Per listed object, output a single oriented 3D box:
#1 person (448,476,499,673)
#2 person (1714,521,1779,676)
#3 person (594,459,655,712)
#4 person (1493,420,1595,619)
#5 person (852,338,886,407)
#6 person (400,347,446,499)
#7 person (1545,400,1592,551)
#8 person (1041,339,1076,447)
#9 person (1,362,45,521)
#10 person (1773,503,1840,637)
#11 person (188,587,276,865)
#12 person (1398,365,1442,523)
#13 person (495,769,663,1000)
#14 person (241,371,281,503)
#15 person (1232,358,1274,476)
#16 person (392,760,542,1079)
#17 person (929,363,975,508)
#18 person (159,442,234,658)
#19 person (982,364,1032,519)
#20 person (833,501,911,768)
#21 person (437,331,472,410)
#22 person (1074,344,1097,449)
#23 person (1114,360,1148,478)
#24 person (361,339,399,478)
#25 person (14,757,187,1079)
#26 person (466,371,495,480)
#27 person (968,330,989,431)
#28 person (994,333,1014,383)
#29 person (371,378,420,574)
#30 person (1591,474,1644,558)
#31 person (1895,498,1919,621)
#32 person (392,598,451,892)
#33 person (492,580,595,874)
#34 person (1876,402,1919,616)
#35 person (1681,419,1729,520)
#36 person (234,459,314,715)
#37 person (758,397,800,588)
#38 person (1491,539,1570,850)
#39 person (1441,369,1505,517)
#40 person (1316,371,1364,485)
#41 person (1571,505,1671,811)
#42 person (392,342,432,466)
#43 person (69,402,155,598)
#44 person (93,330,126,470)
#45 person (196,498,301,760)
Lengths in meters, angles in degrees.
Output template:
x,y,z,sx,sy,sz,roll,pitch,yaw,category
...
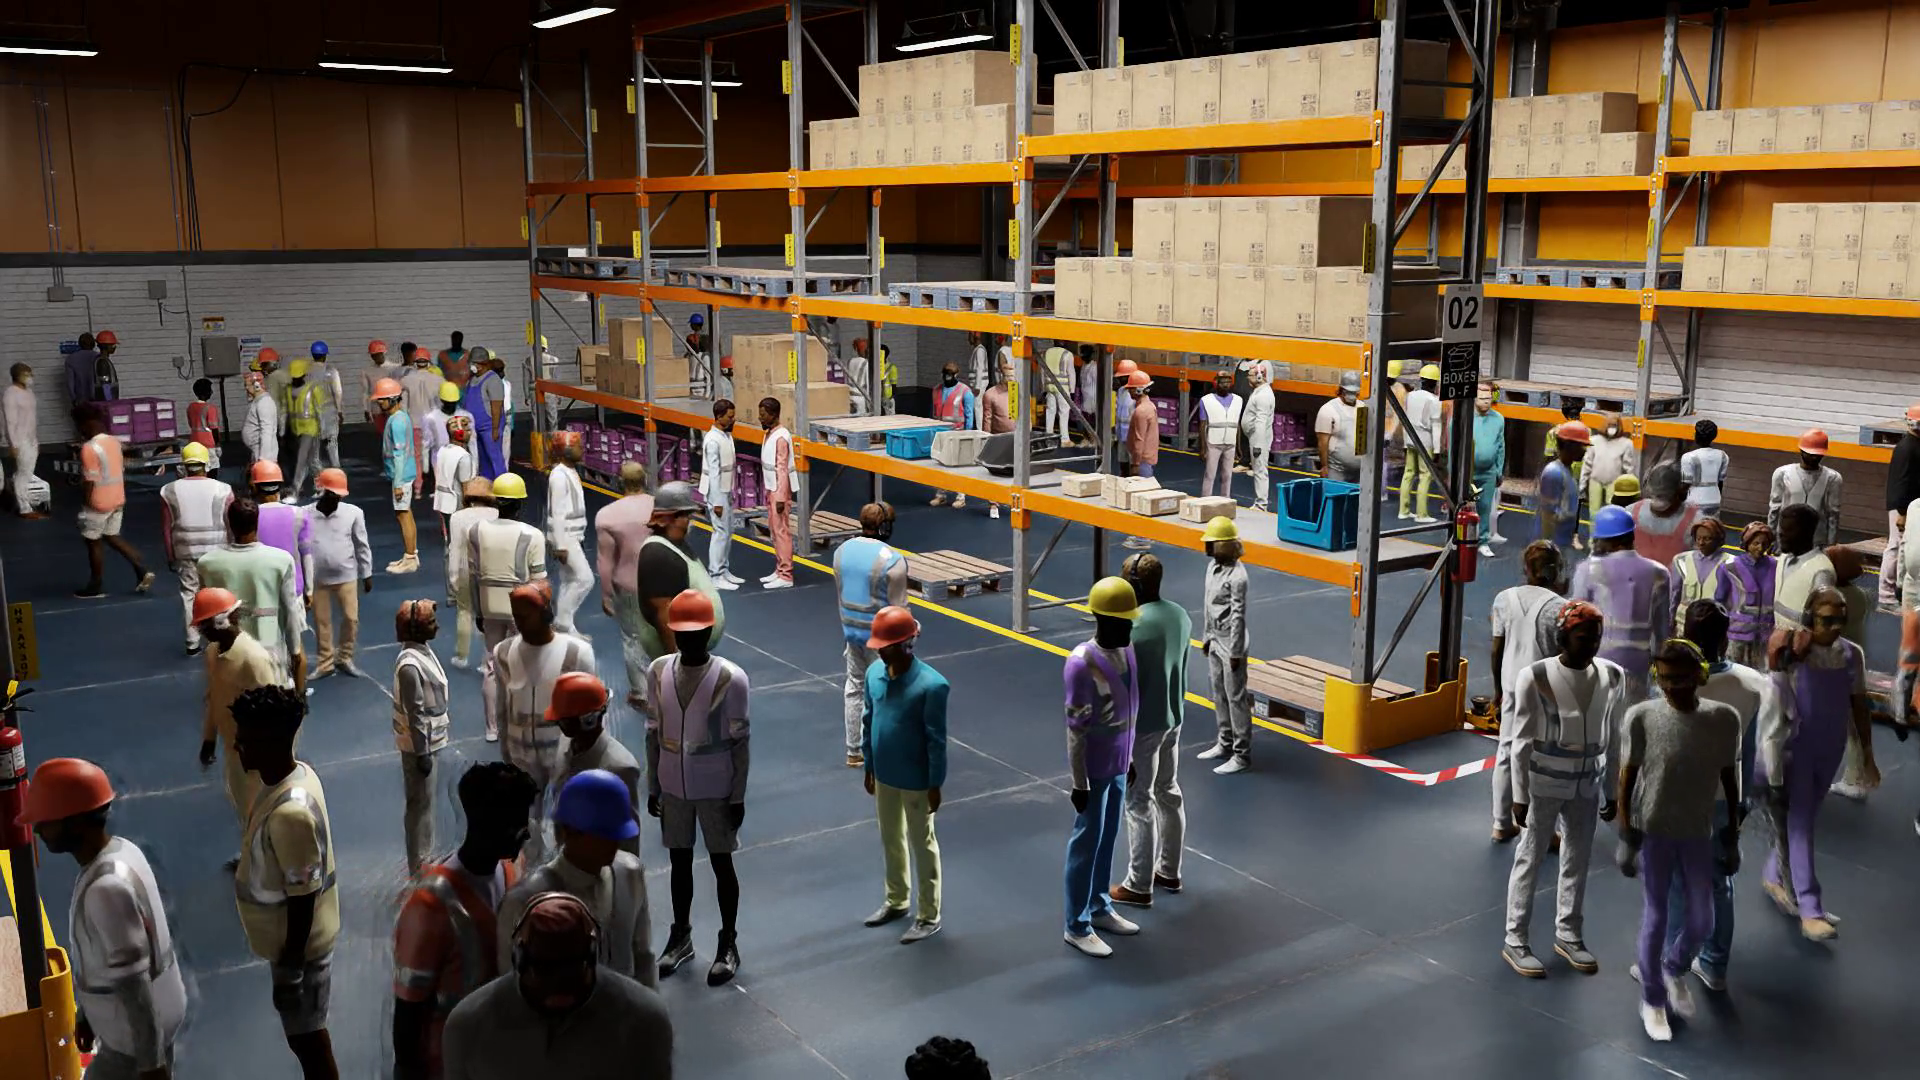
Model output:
x,y,z,sx,sy,sz,roll,pitch,yaw,category
-3.935,0.283,13.543,0.543,1.591,0.688,-7,13,-32,person
5.434,0.670,11.475,0.527,1.631,0.321,0,11,0,person
-2.362,0.358,12.299,0.638,1.924,0.551,-5,12,-26,person
4.910,0.002,13.906,0.621,2.020,0.652,8,13,35,person
-1.457,-2.196,25.654,0.623,1.834,0.372,-4,12,-19,person
-7.016,-1.533,21.852,0.613,1.984,0.409,-3,11,-14,person
6.716,-0.711,18.406,0.538,1.686,0.319,-1,11,-7,person
1.595,-2.408,26.691,0.632,1.840,0.429,9,14,38,person
-11.433,-1.203,20.299,0.386,1.939,0.636,-2,11,-9,person
5.342,0.710,10.573,0.410,1.907,0.614,1,11,4,person
-3.931,1.098,9.075,0.379,1.717,0.791,-10,15,-43,person
5.604,-1.163,20.143,0.388,1.915,0.586,-6,13,-30,person
-1.240,1.684,5.523,0.471,1.925,0.622,7,13,32,person
-8.150,-1.016,19.404,0.408,1.907,0.638,-5,12,-24,person
4.129,-1.940,23.781,0.536,2.000,0.684,-8,13,-34,person
-1.639,1.672,5.571,0.542,1.931,0.616,2,11,8,person
-0.134,-1.334,21.181,0.631,1.846,0.429,7,13,31,person
-6.367,0.088,13.978,0.587,1.824,0.404,-4,12,-18,person
0.593,-1.210,20.396,0.651,1.904,0.403,-4,12,-19,person
-0.559,0.650,11.054,0.625,1.838,0.429,10,15,41,person
-8.070,-2.442,26.774,0.621,1.888,0.706,-2,11,-8,person
1.999,-2.276,26.428,0.635,1.673,0.546,-2,11,-10,person
2.088,-1.272,20.642,0.376,1.931,0.542,-7,13,-31,person
-8.245,-1.916,23.882,0.622,1.960,0.942,0,11,2,person
-2.910,1.664,5.676,0.669,1.906,0.600,-5,12,-25,person
-6.689,-1.695,23.318,0.486,1.737,0.327,2,11,10,person
0.289,-2.543,27.293,0.359,1.877,0.589,-1,11,-3,person
0.751,-2.572,27.555,0.399,1.835,0.564,2,11,12,person
-5.851,-0.661,17.263,0.405,2.035,0.606,-3,12,-16,person
5.142,0.341,12.909,0.489,1.733,0.375,5,12,22,person
7.294,0.339,12.503,0.400,1.894,0.651,-3,11,-15,person
-2.943,1.126,9.118,0.308,1.640,0.511,-3,11,-13,person
-2.128,1.098,8.696,0.594,1.849,0.733,2,11,9,person
8.845,-0.300,15.508,0.393,1.990,0.617,8,14,36,person
7.354,-0.352,16.536,0.535,1.697,0.318,-4,12,-18,person
-5.062,0.364,12.298,0.548,1.925,0.392,-8,14,-35,person
-1.821,-0.479,16.654,0.405,1.909,0.597,-4,12,-17,person
3.347,0.907,9.728,0.344,1.839,0.505,-11,15,-43,person
6.271,-1.160,20.227,0.887,1.866,0.667,9,14,38,person
4.242,-0.843,18.165,0.688,2.000,0.536,-6,12,-26,person
4.096,0.742,10.360,0.667,1.926,0.448,-1,11,-5,person
-7.753,-1.854,23.681,1.031,1.897,0.645,-10,15,-42,person
-8.273,-0.376,16.060,0.660,1.947,0.669,-1,11,-3,person
-12.396,-2.032,24.264,0.405,2.037,0.605,-6,12,-27,person
-4.541,0.686,10.679,0.589,1.912,0.389,-3,11,-14,person
